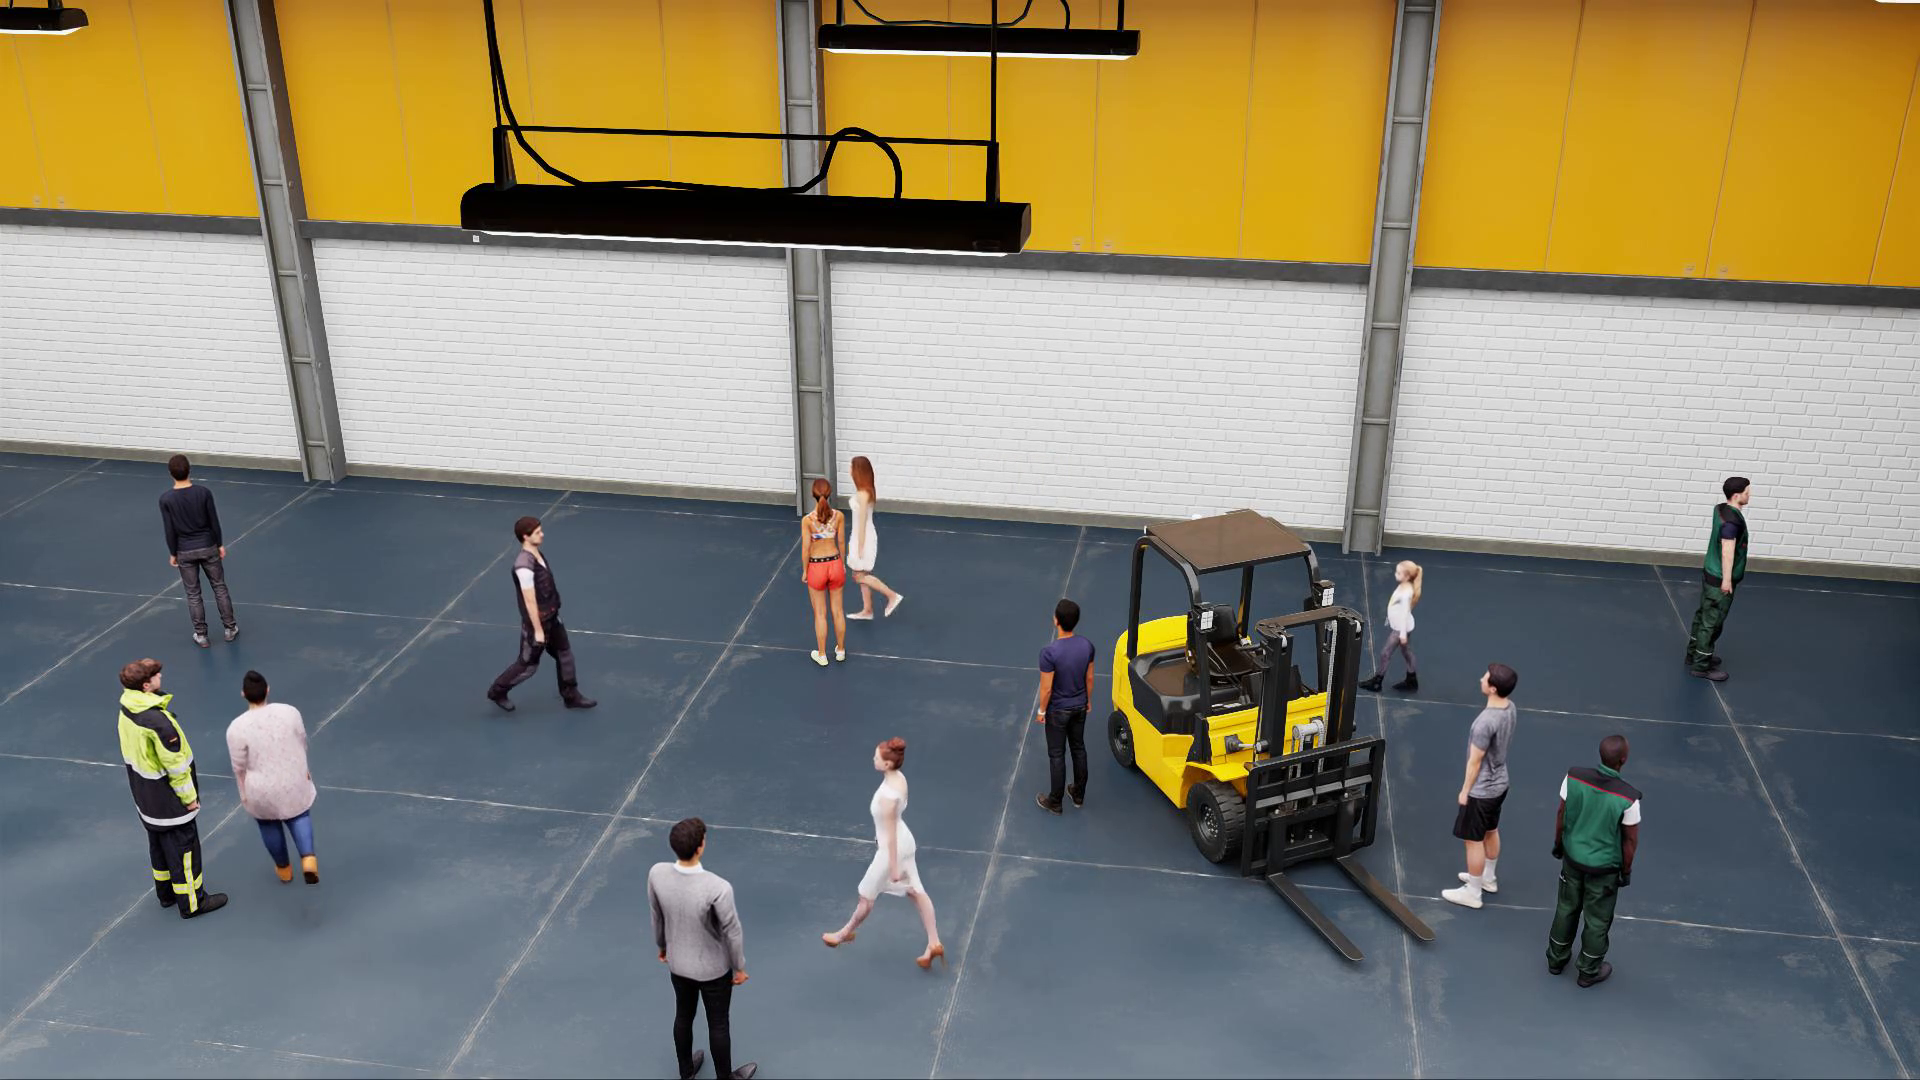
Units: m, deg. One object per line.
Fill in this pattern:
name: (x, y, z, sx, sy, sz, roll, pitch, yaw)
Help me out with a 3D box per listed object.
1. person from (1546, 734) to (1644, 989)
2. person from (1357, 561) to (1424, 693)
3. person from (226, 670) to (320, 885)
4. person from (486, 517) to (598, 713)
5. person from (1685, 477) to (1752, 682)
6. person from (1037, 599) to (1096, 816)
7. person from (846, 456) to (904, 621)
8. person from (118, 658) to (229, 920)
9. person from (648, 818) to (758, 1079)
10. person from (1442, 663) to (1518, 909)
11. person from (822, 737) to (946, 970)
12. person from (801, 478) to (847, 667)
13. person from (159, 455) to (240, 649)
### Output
person: (4.164, 2.092, 10.948, 0.740, 1.839, 0.844, 22, 32, 40)
person: (3.966, 0.777, 14.674, 0.783, 1.263, 0.547, 8, 25, 17)
person: (-4.877, 1.752, 11.866, 0.974, 1.727, 1.029, -14, 27, -30)
person: (-3.691, 0.685, 14.196, 1.202, 1.815, 0.780, 1, 24, 2)
person: (6.829, 0.314, 14.937, 0.572, 1.901, 0.670, 5, 24, 12)
person: (0.822, 1.286, 12.849, 0.688, 1.793, 0.773, -13, 27, -27)
person: (-0.822, 0.011, 15.883, 0.829, 1.699, 0.665, -1, 24, -2)
person: (-5.572, 1.715, 11.631, 0.781, 1.982, 0.930, 17, 29, 34)
person: (-1.567, 2.492, 9.928, 0.634, 1.923, 0.850, 9, 25, 19)
person: (3.729, 1.728, 11.751, 0.713, 1.864, 0.717, 19, 30, 37)
person: (-0.334, 2.114, 11.016, 1.070, 1.745, 0.586, 4, 24, 10)
person: (-1.226, 0.289, 15.133, 0.631, 1.791, 0.719, -9, 25, -19)
person: (-7.097, 0.097, 15.472, 0.699, 1.870, 0.777, -13, 27, -28)
